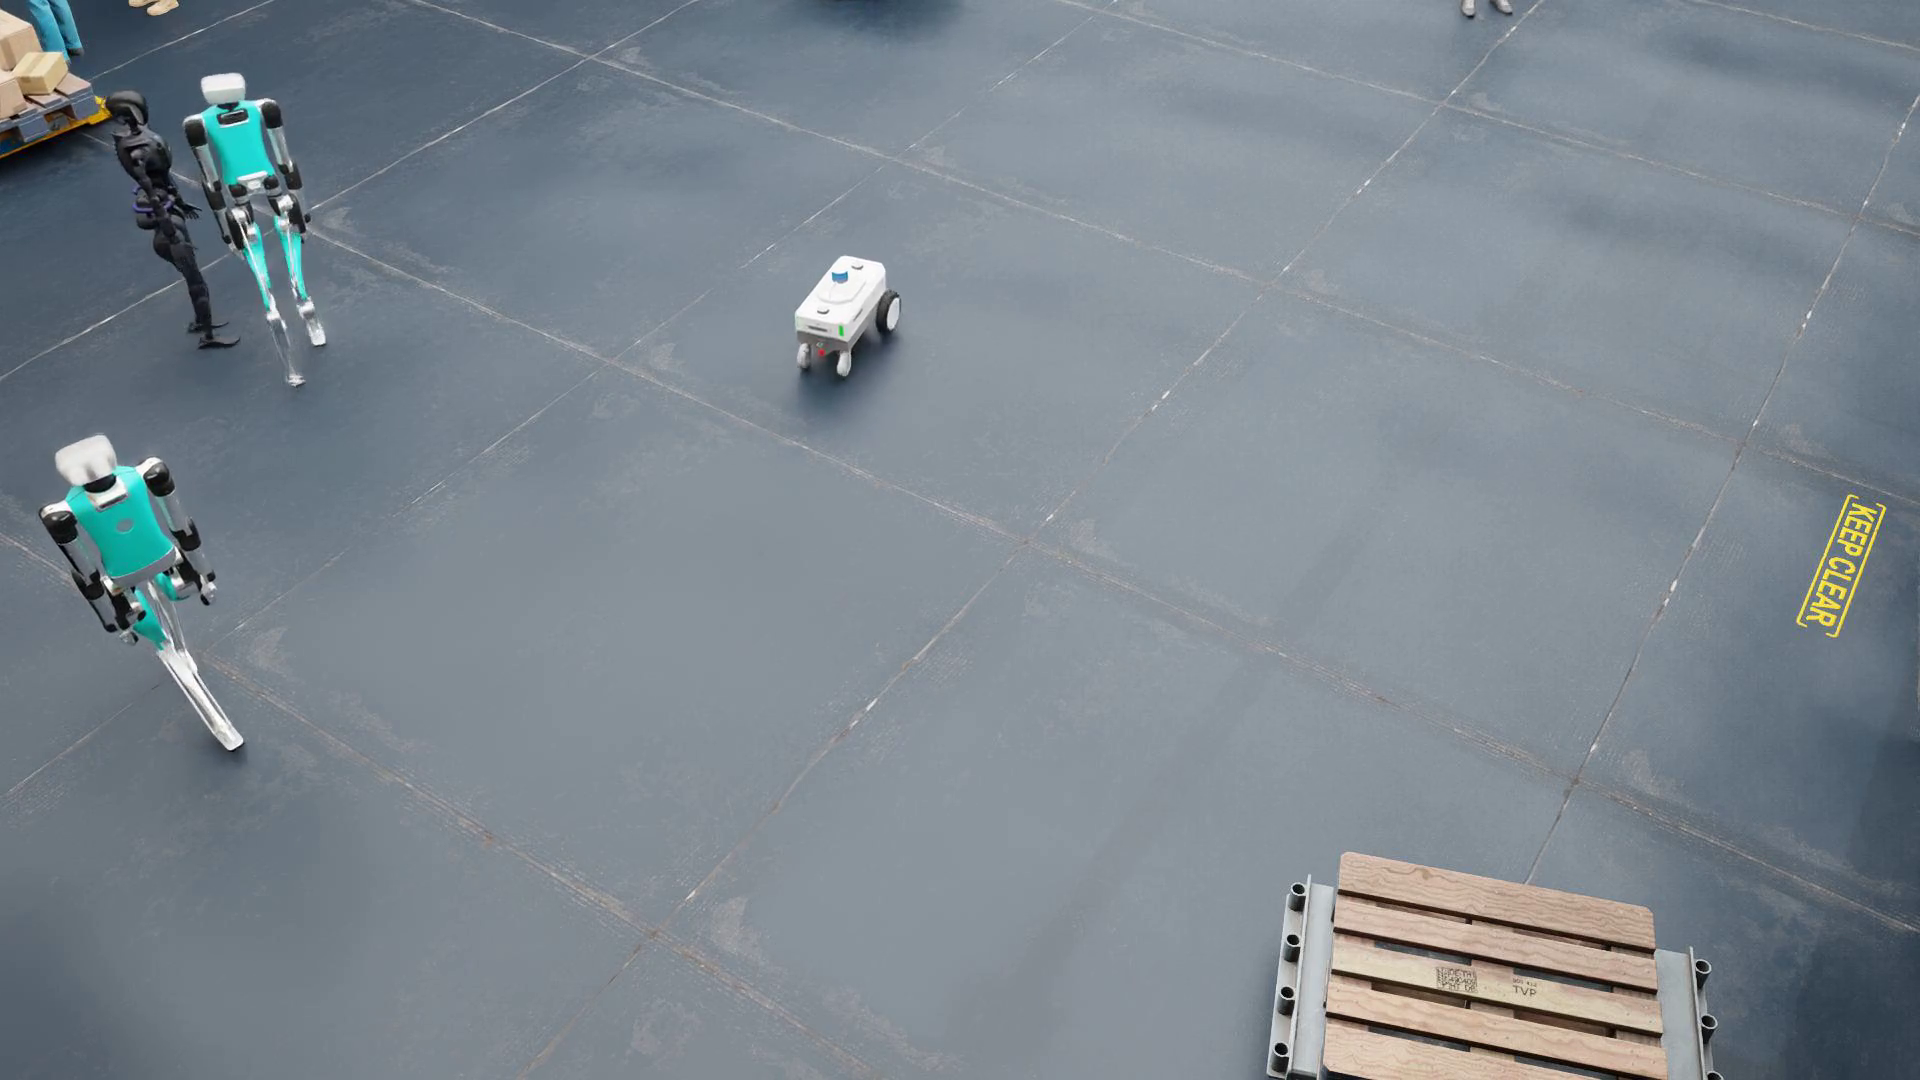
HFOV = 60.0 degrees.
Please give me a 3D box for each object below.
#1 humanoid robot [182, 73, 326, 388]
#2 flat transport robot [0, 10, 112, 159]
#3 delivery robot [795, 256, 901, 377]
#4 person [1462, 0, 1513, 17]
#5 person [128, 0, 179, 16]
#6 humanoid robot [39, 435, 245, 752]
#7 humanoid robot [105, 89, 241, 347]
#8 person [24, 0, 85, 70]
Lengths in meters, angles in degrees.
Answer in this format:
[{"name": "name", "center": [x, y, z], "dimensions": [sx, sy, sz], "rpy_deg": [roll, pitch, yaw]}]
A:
[{"name": "humanoid robot", "center": [-3.964, -1.721, 9.645], "dimensions": [0.536, 1.812, 0.835], "rpy_deg": [-22, 46, -23]}, {"name": "flat transport robot", "center": [-7.020, -3.009, 12.147], "dimensions": [0.659, 0.231, 1.431], "rpy_deg": [27, 48, 27]}, {"name": "delivery robot", "center": [-0.710, -1.412, 10.153], "dimensions": [0.499, 0.606, 0.796], "rpy_deg": [14, 44, 15]}, {"name": "person", "center": [4.406, -5.194, 13.338], "dimensions": [0.551, 1.941, 0.418], "rpy_deg": [-6, 42, -6]}, {"name": "person", "center": [-6.744, -5.125, 13.405], "dimensions": [0.481, 1.748, 0.321], "rpy_deg": [30, 50, 30]}, {"name": "humanoid robot", "center": [-3.737, 0.148, 7.546], "dimensions": [0.551, 1.759, 1.043], "rpy_deg": [-31, 50, -30]}, {"name": "humanoid robot", "center": [-4.662, -1.908, 9.858], "dimensions": [0.360, 1.655, 0.585], "rpy_deg": [-13, 43, -14]}, {"name": "person", "center": [-7.108, -4.456, 12.589], "dimensions": [0.396, 1.837, 0.563], "rpy_deg": [3, 42, 3]}]
